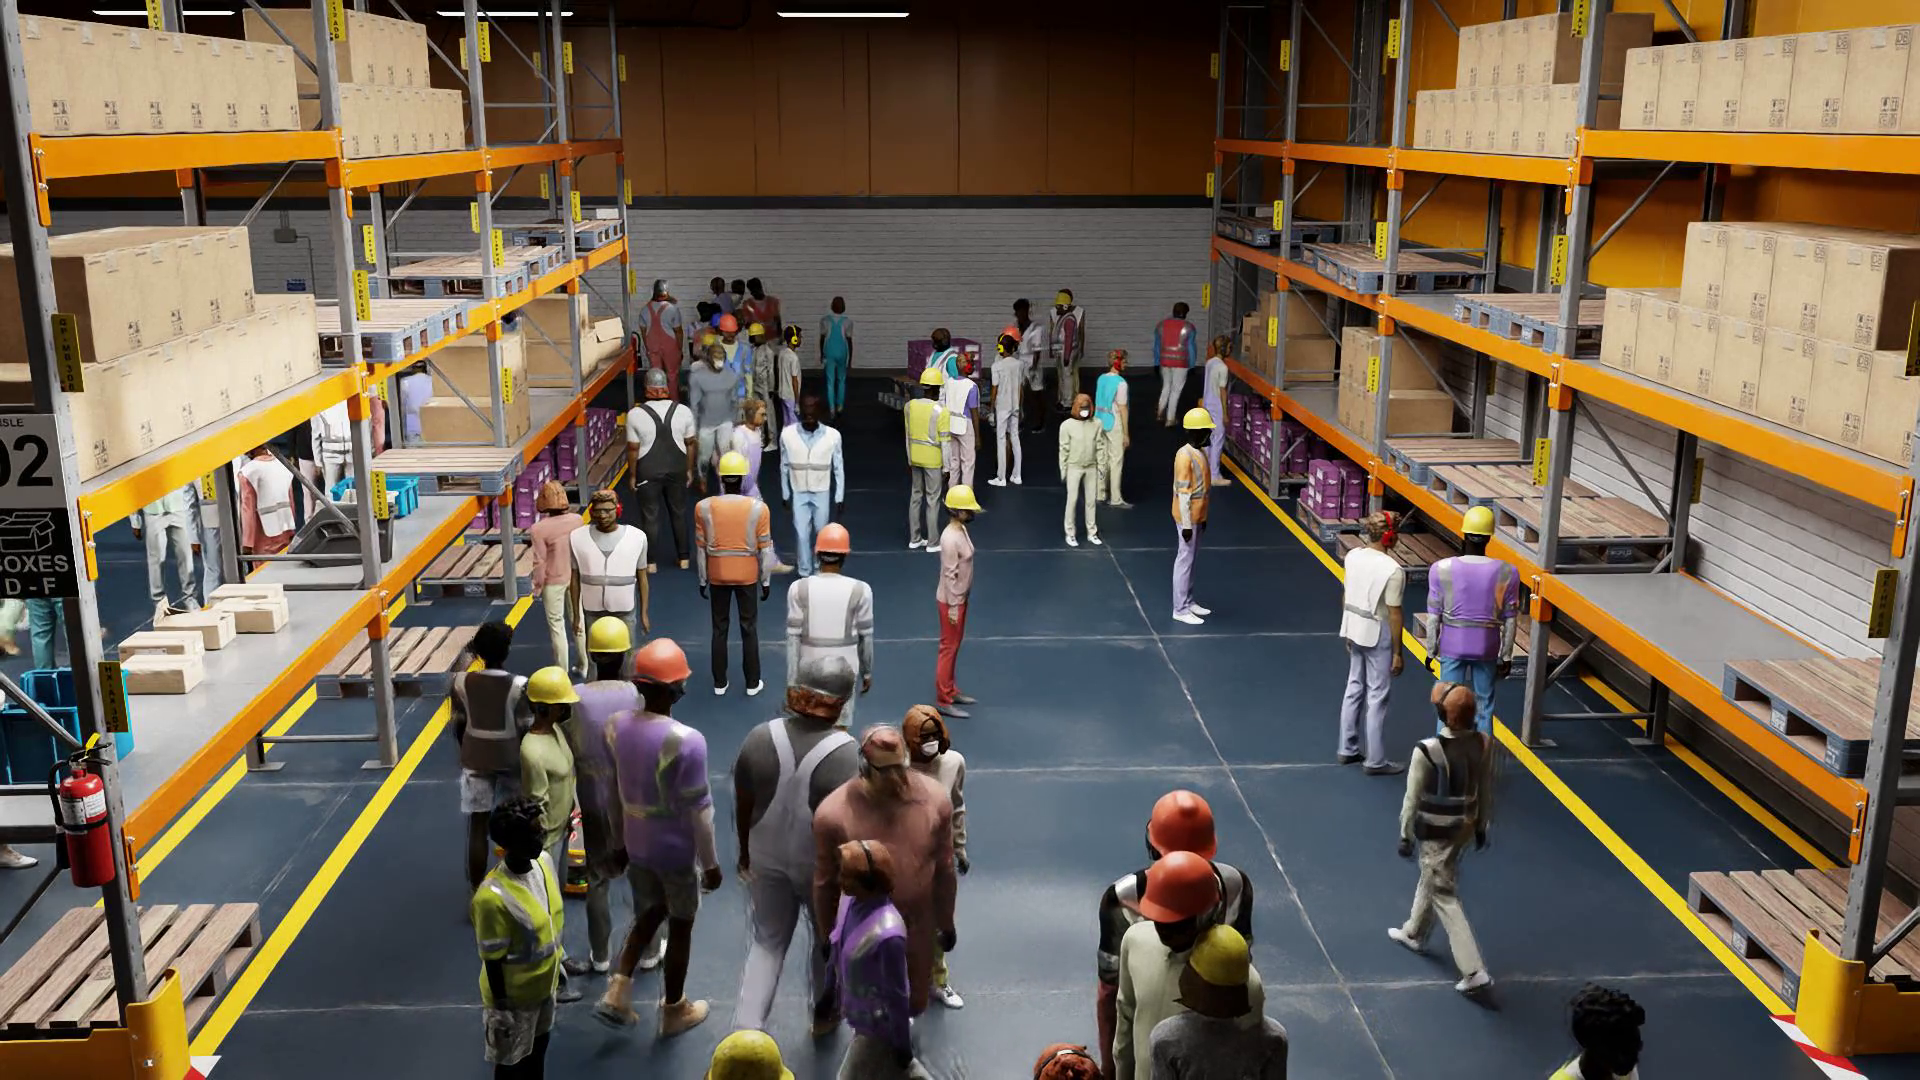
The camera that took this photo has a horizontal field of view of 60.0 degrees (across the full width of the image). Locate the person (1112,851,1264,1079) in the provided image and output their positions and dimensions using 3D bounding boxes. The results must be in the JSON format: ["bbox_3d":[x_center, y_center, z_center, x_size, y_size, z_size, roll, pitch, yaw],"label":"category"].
[{"bbox_3d":[0.776,2.019,5.913,0.617,1.986,0.416,14,20,43],"label":"person"}]

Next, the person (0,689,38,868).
[{"bbox_3d":[-5.755,1.096,9.674,0.407,1.913,0.641,1,14,5],"label":"person"}]

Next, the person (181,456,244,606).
[{"bbox_3d":[-6.415,-0.098,14.382,0.409,1.907,0.598,8,16,28],"label":"person"}]

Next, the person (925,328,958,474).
[{"bbox_3d":[-0.237,-1.767,21.055,0.429,1.843,0.627,-8,16,-29],"label":"person"}]

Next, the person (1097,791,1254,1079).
[{"bbox_3d":[0.825,1.894,6.321,0.612,2.029,0.407,-3,15,-13],"label":"person"}]

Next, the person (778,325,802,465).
[{"bbox_3d":[-2.131,-1.785,21.092,0.327,1.863,0.510,-7,16,-26],"label":"person"}]

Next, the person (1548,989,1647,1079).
[{"bbox_3d":[2.102,2.280,5.507,0.552,1.665,0.685,-9,17,-32],"label":"person"}]

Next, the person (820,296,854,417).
[{"bbox_3d":[-1.861,-2.766,25.062,0.524,1.809,0.941,0,14,-1],"label":"person"}]

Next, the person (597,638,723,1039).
[{"bbox_3d":[-1.449,1.468,7.989,0.614,2.024,0.536,10,17,35],"label":"person"}]

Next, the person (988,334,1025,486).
[{"bbox_3d":[0.568,-1.582,20.294,0.509,1.862,0.328,-10,17,-34],"label":"person"}]

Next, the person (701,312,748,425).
[{"bbox_3d":[-3.130,-2.055,22.077,0.638,1.904,0.901,0,14,2],"label":"person"}]

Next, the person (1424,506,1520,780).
[{"bbox_3d":[3.404,0.719,11.121,0.587,1.927,0.369,3,15,12],"label":"person"}]

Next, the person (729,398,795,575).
[{"bbox_3d":[-2.119,-0.505,16.227,0.871,1.789,0.556,5,15,20],"label":"person"}]

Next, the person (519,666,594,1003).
[{"bbox_3d":[-2.063,1.485,8.453,0.341,1.760,0.525,0,14,-1],"label":"person"}]

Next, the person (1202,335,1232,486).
[{"bbox_3d":[3.140,-1.583,20.341,0.343,1.840,0.516,-4,15,-14],"label":"person"}]

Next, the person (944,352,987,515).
[{"bbox_3d":[0.032,-1.201,18.822,0.390,1.846,0.565,-11,18,-36],"label":"person"}]

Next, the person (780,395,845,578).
[{"bbox_3d":[-1.391,-0.428,15.703,0.609,1.890,0.679,-1,14,-3],"label":"person"}]

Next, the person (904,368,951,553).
[{"bbox_3d":[-0.317,-0.826,17.217,0.581,1.919,0.401,11,18,36],"label":"person"}]

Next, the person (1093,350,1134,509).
[{"bbox_3d":[1.749,-1.260,19.095,0.431,1.836,0.599,-8,16,-27],"label":"person"}]

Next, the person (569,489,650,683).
[{"bbox_3d":[-2.533,0.519,12.065,0.563,1.847,0.389,-2,14,-8],"label":"person"}]

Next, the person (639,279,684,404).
[{"bbox_3d":[-4.465,-2.926,25.206,0.686,2.000,0.538,4,15,17],"label":"person"}]

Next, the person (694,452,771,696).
[{"bbox_3d":[-1.752,0.271,12.912,0.581,1.919,0.397,-1,14,-3],"label":"person"}]

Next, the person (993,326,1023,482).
[{"bbox_3d":[0.605,-1.678,20.535,0.389,1.929,0.544,-5,15,-20],"label":"person"}]

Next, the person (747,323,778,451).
[{"bbox_3d":[-2.699,-2.065,22.443,0.489,1.735,0.340,12,19,40],"label":"person"}]

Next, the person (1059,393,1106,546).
[{"bbox_3d":[1.279,-0.739,17.455,0.510,1.622,0.278,-5,15,-19],"label":"person"}]

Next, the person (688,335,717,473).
[{"bbox_3d":[-3.204,-1.763,21.282,0.549,1.721,0.911,-6,15,-21],"label":"person"}]

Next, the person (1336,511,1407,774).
[{"bbox_3d":[2.830,0.708,11.386,0.462,1.849,0.597,-6,16,-23],"label":"person"}]

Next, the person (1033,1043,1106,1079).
[{"bbox_3d":[0.314,2.345,4.844,0.575,1.880,0.359,0,14,-1],"label":"person"}]

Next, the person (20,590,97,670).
[{"bbox_3d":[-6.941,0.311,12.764,0.643,1.910,0.399,0,14,1],"label":"person"}]

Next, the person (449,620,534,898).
[{"bbox_3d":[-2.651,1.262,9.550,0.543,1.650,0.892,1,14,5],"label":"person"}]

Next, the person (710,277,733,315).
[{"bbox_3d":[-3.829,-3.266,26.767,0.370,1.933,0.628,3,15,13],"label":"person"}]
